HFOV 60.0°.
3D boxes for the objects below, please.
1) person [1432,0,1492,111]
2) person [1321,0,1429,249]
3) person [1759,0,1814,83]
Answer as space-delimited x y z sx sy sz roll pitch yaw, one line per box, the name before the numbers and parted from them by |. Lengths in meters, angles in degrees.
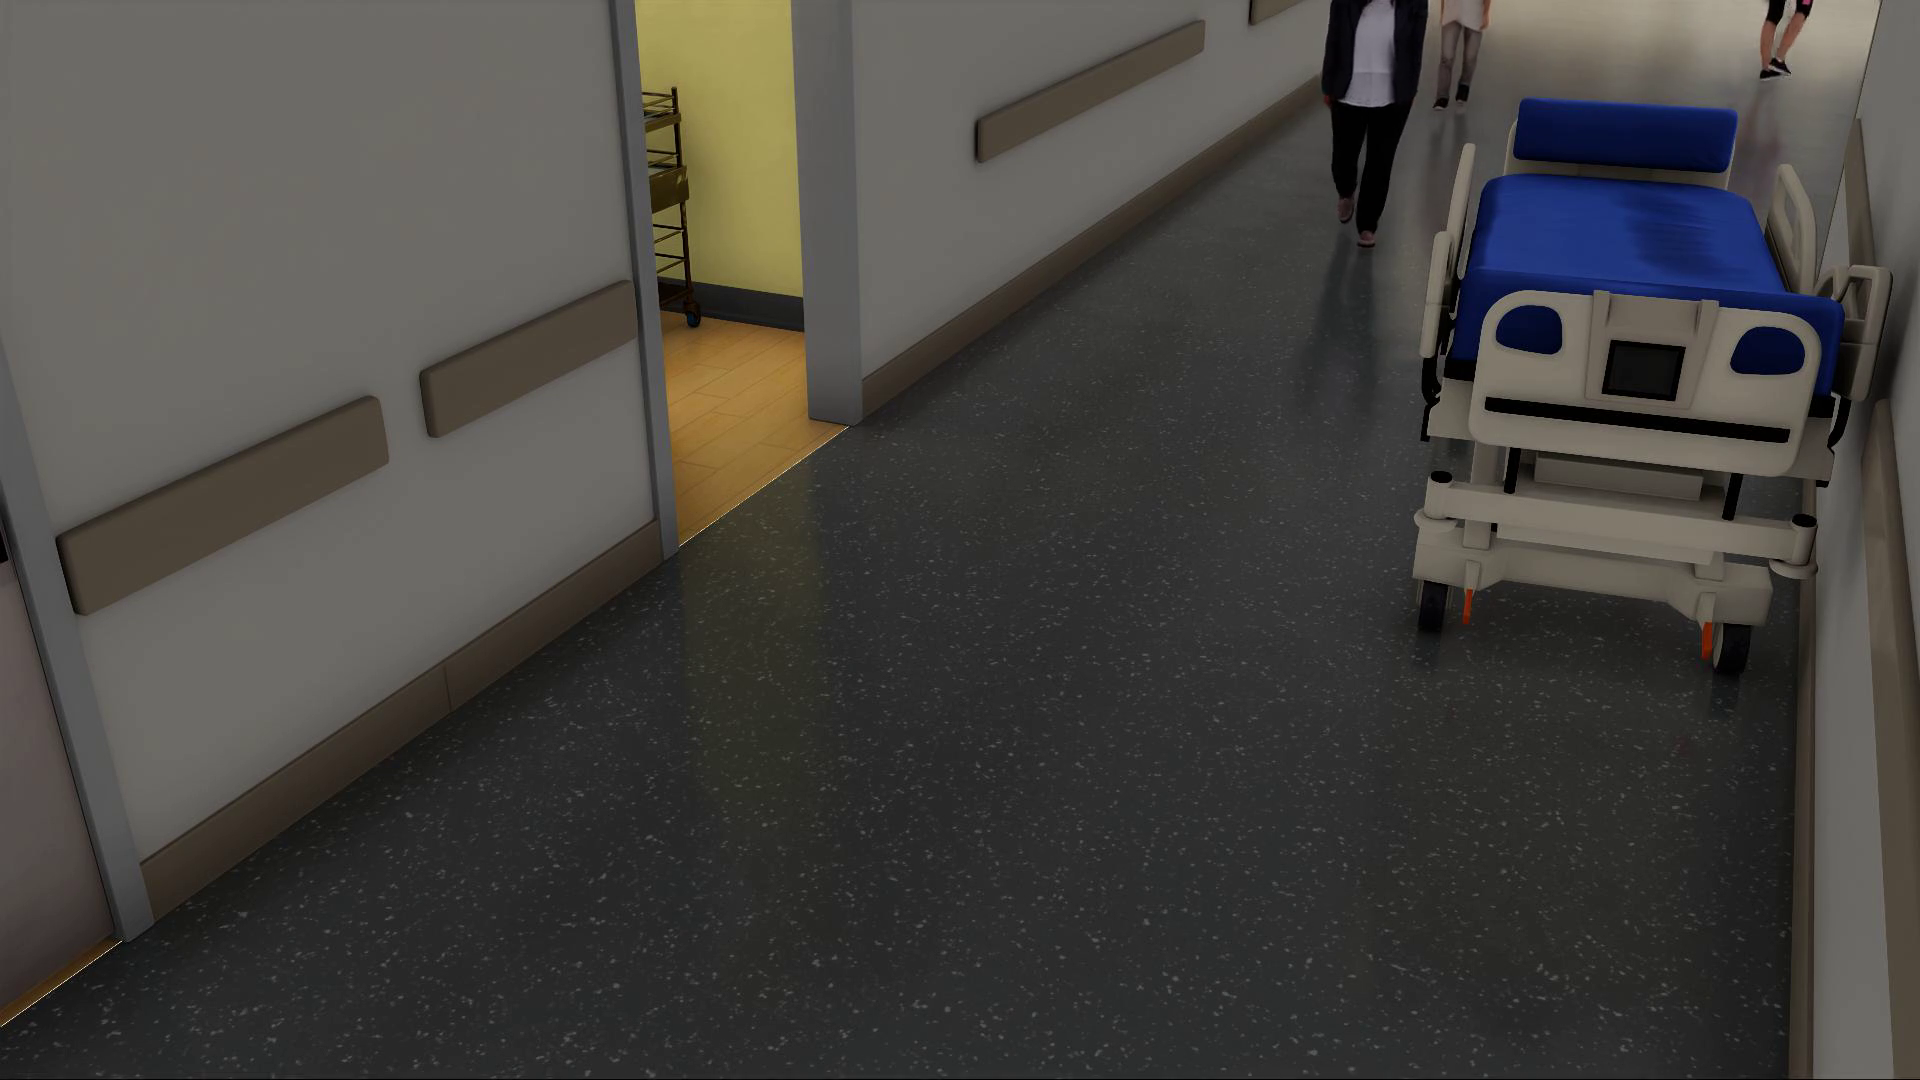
person | 3.697 -3.870 12.136 0.900 1.410 0.647 9 27 19
person | 2.204 -2.400 8.898 0.965 1.576 0.844 6 26 13
person | 6.457 -4.487 12.988 0.781 1.782 0.666 -19 32 -34
